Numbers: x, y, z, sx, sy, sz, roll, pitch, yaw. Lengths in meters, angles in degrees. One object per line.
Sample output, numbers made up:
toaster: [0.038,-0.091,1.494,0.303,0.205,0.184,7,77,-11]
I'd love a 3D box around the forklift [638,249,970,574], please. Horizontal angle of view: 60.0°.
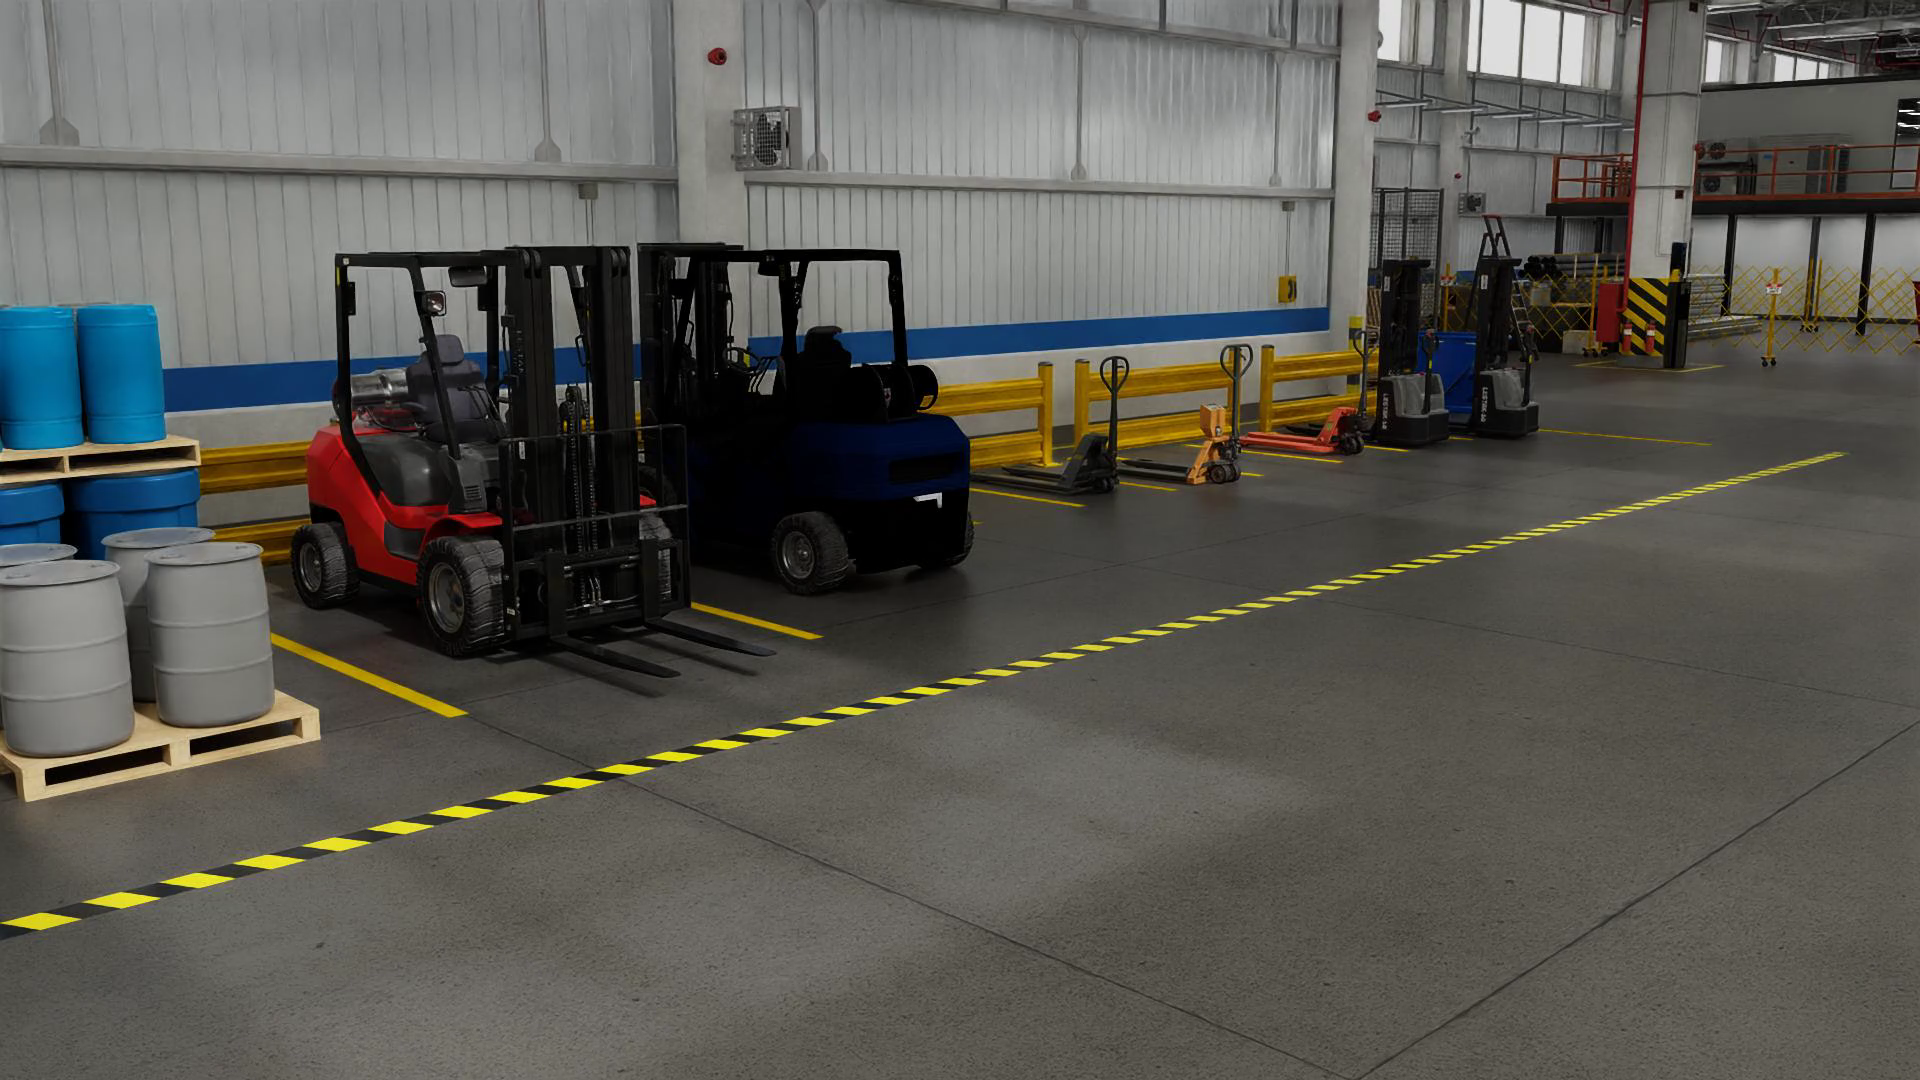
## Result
forklift: [-1.173,-0.958,11.239,2.680,1.987,1.157,10,14,43]

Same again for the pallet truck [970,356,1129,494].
pallet truck: [0.784,-1.085,14.876,0.680,1.201,1.601,-10,14,-44]

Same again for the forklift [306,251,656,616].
forklift: [-2.833,-0.669,9.694,1.157,1.987,2.680,-10,14,-44]

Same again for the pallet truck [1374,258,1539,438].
pallet truck: [5.704,-2.208,18.901,1.885,1.965,0.823,10,14,43]

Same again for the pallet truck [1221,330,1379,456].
pallet truck: [3.563,-1.581,17.381,0.653,1.274,1.630,-10,14,-44]

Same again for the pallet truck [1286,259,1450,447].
pallet truck: [4.493,-2.078,18.196,0.823,1.965,1.885,-9,14,-40]

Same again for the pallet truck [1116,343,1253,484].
pallet truck: [1.962,-1.215,15.415,1.522,1.261,0.704,10,14,43]
